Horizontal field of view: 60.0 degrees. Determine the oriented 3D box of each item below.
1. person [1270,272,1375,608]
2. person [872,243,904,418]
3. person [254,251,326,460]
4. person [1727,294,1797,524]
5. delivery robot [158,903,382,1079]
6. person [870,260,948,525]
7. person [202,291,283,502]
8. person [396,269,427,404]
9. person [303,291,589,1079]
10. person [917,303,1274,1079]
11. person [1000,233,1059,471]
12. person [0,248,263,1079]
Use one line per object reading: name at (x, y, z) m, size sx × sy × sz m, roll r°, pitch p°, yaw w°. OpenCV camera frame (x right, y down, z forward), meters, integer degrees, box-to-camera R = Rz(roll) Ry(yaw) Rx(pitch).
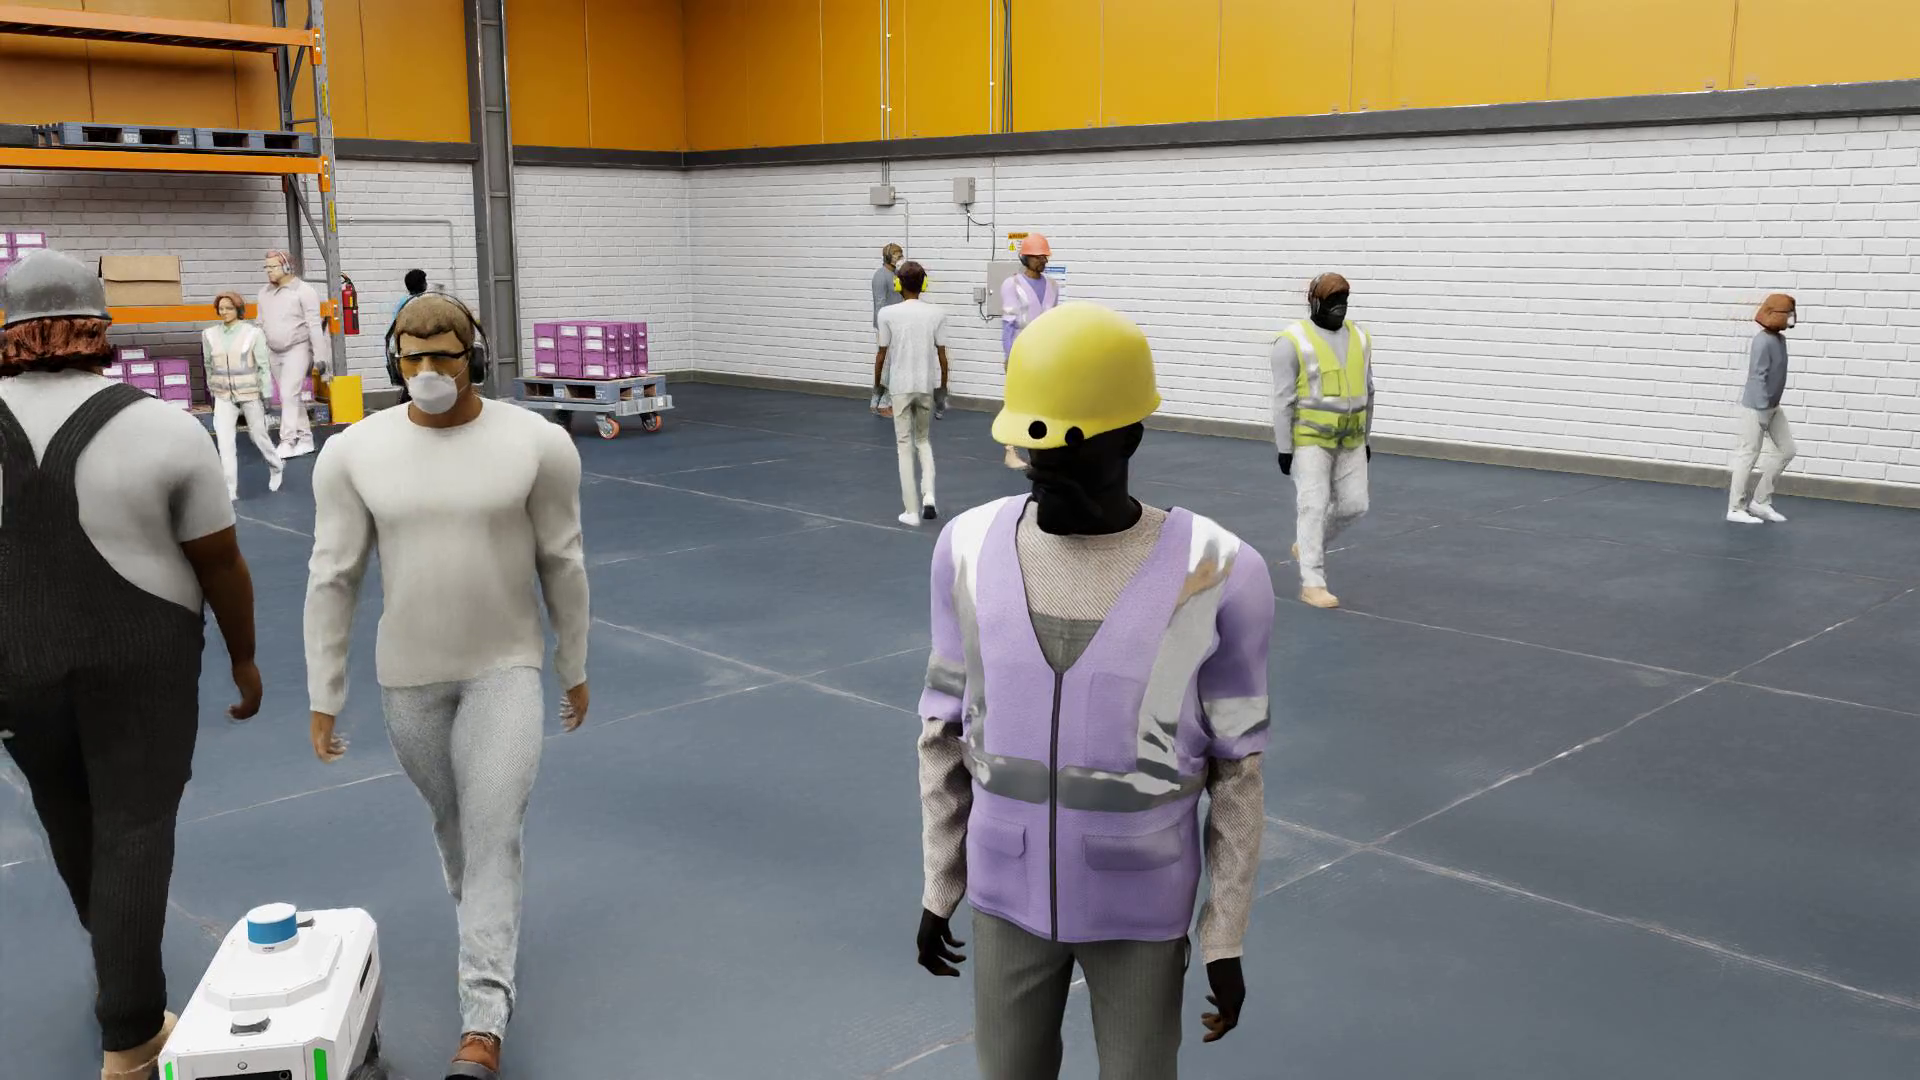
person at (1.983, -0.552, 9.139) m, size 0.643 × 1.823 × 0.491 m, roll -4°, pitch 11°, yaw -23°
person at (-0.787, -2.338, 18.574) m, size 0.354 × 1.936 × 0.635 m, roll 3°, pitch 11°, yaw 17°
person at (-6.163, -1.658, 15.046) m, size 0.672 × 1.871 × 0.850 m, roll 4°, pitch 11°, yaw 23°
person at (5.658, -0.904, 11.628) m, size 0.487 × 1.615 × 0.524 m, roll 10°, pitch 14°, yaw 42°
delivery robot at (-1.496, 1.043, 3.656) m, size 0.477 × 0.478 × 0.707 m, roll -2°, pitch 11°, yaw -11°
person at (-0.358, -1.023, 11.654) m, size 0.505 × 1.847 × 0.405 m, roll -4°, pitch 11°, yaw -20°
person at (-5.504, -1.111, 12.800) m, size 0.525 × 1.612 × 0.770 m, roll 0°, pitch 10°, yaw 2°
person at (-5.597, -1.992, 17.434) m, size 0.818 × 1.658 × 0.549 m, roll -9°, pitch 14°, yaw -41°
person at (-1.256, 0.346, 4.079) m, size 0.657 × 1.880 × 1.028 m, roll -1°, pitch 10°, yaw -7°
person at (0.196, 0.579, 2.721) m, size 0.584 × 1.919 × 0.382 m, roll 4°, pitch 11°, yaw 21°
person at (0.629, -1.620, 14.374) m, size 0.615 × 2.041 × 0.391 m, roll -8°, pitch 13°, yaw -36°
person at (-2.136, 0.247, 4.196) m, size 0.710 × 2.000 × 1.008 m, roll -2°, pitch 11°, yaw -9°
